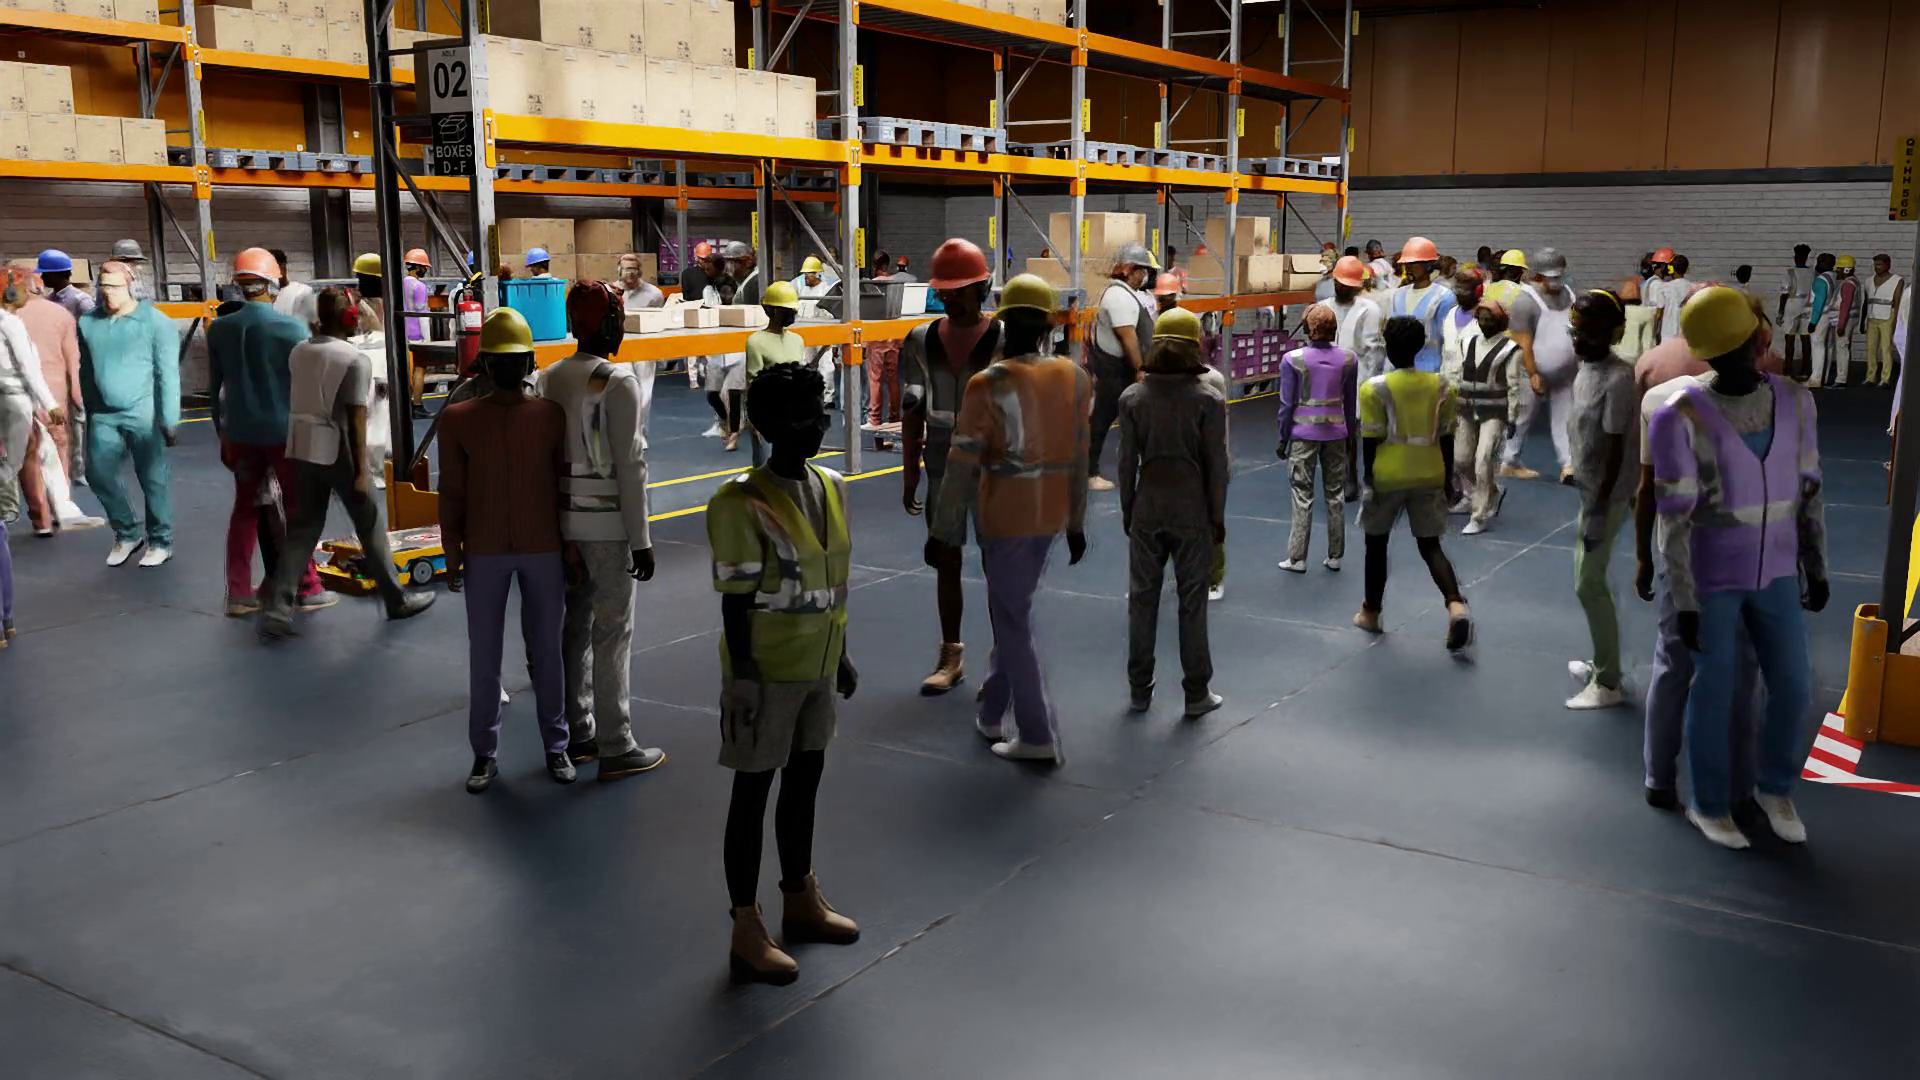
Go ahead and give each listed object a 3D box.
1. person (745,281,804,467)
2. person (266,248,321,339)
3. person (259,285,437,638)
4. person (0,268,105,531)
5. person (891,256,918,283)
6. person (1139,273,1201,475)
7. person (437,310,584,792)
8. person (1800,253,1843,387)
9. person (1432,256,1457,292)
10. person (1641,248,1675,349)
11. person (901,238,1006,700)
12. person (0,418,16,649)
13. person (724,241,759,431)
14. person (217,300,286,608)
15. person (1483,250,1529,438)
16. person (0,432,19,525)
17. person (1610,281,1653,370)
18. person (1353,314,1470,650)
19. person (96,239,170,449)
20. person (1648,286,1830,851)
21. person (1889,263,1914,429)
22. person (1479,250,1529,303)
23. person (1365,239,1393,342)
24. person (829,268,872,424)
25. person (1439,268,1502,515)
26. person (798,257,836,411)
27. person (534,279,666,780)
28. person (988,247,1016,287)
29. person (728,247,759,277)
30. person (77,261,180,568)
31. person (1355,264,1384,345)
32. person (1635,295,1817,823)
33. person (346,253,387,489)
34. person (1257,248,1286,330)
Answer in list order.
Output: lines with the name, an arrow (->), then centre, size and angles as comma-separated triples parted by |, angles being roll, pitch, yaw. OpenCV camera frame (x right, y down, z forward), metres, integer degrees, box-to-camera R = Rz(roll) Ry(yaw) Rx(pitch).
person -> -1.168, -0.787, 10.774 | 0.340, 1.762, 0.527 | 8, 13, 37
person -> -6.402, -1.782, 15.778 | 0.632, 1.939, 0.582 | 2, 10, 8
person -> -3.225, -0.399, 8.554 | 0.604, 1.805, 0.956 | 6, 12, 32
person -> -6.415, -0.920, 11.279 | 0.938, 1.846, 0.582 | -8, 13, -39
person -> -0.976, -3.952, 28.324 | 0.570, 1.749, 0.342 | 0, 10, 2
person -> 1.772, -1.399, 14.211 | 0.574, 1.743, 0.352 | 7, 13, 36
person -> -1.645, 0.044, 6.141 | 0.525, 1.772, 0.309 | -3, 11, -16
person -> 11.887, -3.030, 22.972 | 0.621, 1.845, 0.429 | -9, 14, -41
person -> 6.117, -2.718, 21.307 | 0.409, 1.828, 0.520 | -1, 10, -3
person -> 8.144, -2.435, 19.445 | 0.385, 1.929, 0.543 | 3, 11, 17
person -> 0.023, -0.301, 7.334 | 0.613, 2.033, 0.412 | 4, 11, 20
person -> -4.932, -0.445, 8.215 | 0.376, 1.997, 0.612 | -3, 11, -18
person -> -2.251, -2.141, 17.493 | 0.542, 2.000, 0.695 | -8, 13, -37
person -> -3.909, -0.469, 9.182 | 0.318, 1.695, 0.539 | -3, 11, -14
person -> 5.596, -2.004, 17.072 | 0.383, 1.920, 0.585 | -3, 11, -18
person -> -6.975, -0.969, 11.801 | 0.573, 1.746, 0.346 | -1, 10, -3
person -> 6.959, -1.911, 17.463 | 0.518, 1.585, 0.848 | 0, 10, 2
person -> 2.277, -0.290, 8.296 | 0.539, 1.660, 0.834 | -2, 10, -11
person -> -7.993, -1.891, 16.111 | 0.684, 2.000, 0.536 | 8, 13, 37
person -> 2.547, 0.117, 5.451 | 0.693, 1.874, 0.440 | -1, 10, -6
person -> 10.115, -2.067, 17.667 | 0.355, 1.834, 0.524 | 6, 12, 29
person -> 5.642, -2.054, 17.356 | 0.590, 1.916, 0.393 | 10, 14, 43
person -> 6.455, -3.694, 26.099 | 0.536, 2.000, 0.683 | 9, 13, 40
person -> -1.135, -2.183, 18.110 | 0.598, 1.907, 0.409 | -5, 11, -26
person -> 3.724, -1.082, 12.230 | 0.463, 1.823, 0.566 | -6, 12, -31
person -> -1.720, -2.453, 19.842 | 0.405, 1.823, 0.594 | -10, 14, -44
person -> -1.365, -0.037, 6.292 | 0.575, 1.880, 0.358 | 10, 14, 43
person -> 0.556, -3.012, 22.578 | 0.405, 1.945, 0.615 | 1, 10, 6
person -> -2.965, -3.162, 23.481 | 0.633, 1.933, 0.370 | 1, 10, 8
person -> -5.117, -0.756, 10.221 | 0.666, 1.888, 0.498 | 1, 10, 4
person -> 5.042, -2.564, 20.686 | 0.565, 1.728, 0.664 | 10, 14, 44
person -> 2.641, 0.070, 5.818 | 0.559, 1.836, 0.394 | 7, 13, 35
person -> -4.804, -1.372, 13.593 | 0.386, 1.915, 0.586 | 2, 10, 9
person -> 4.890, -3.626, 26.052 | 0.567, 1.922, 0.490 | 7, 12, 34
